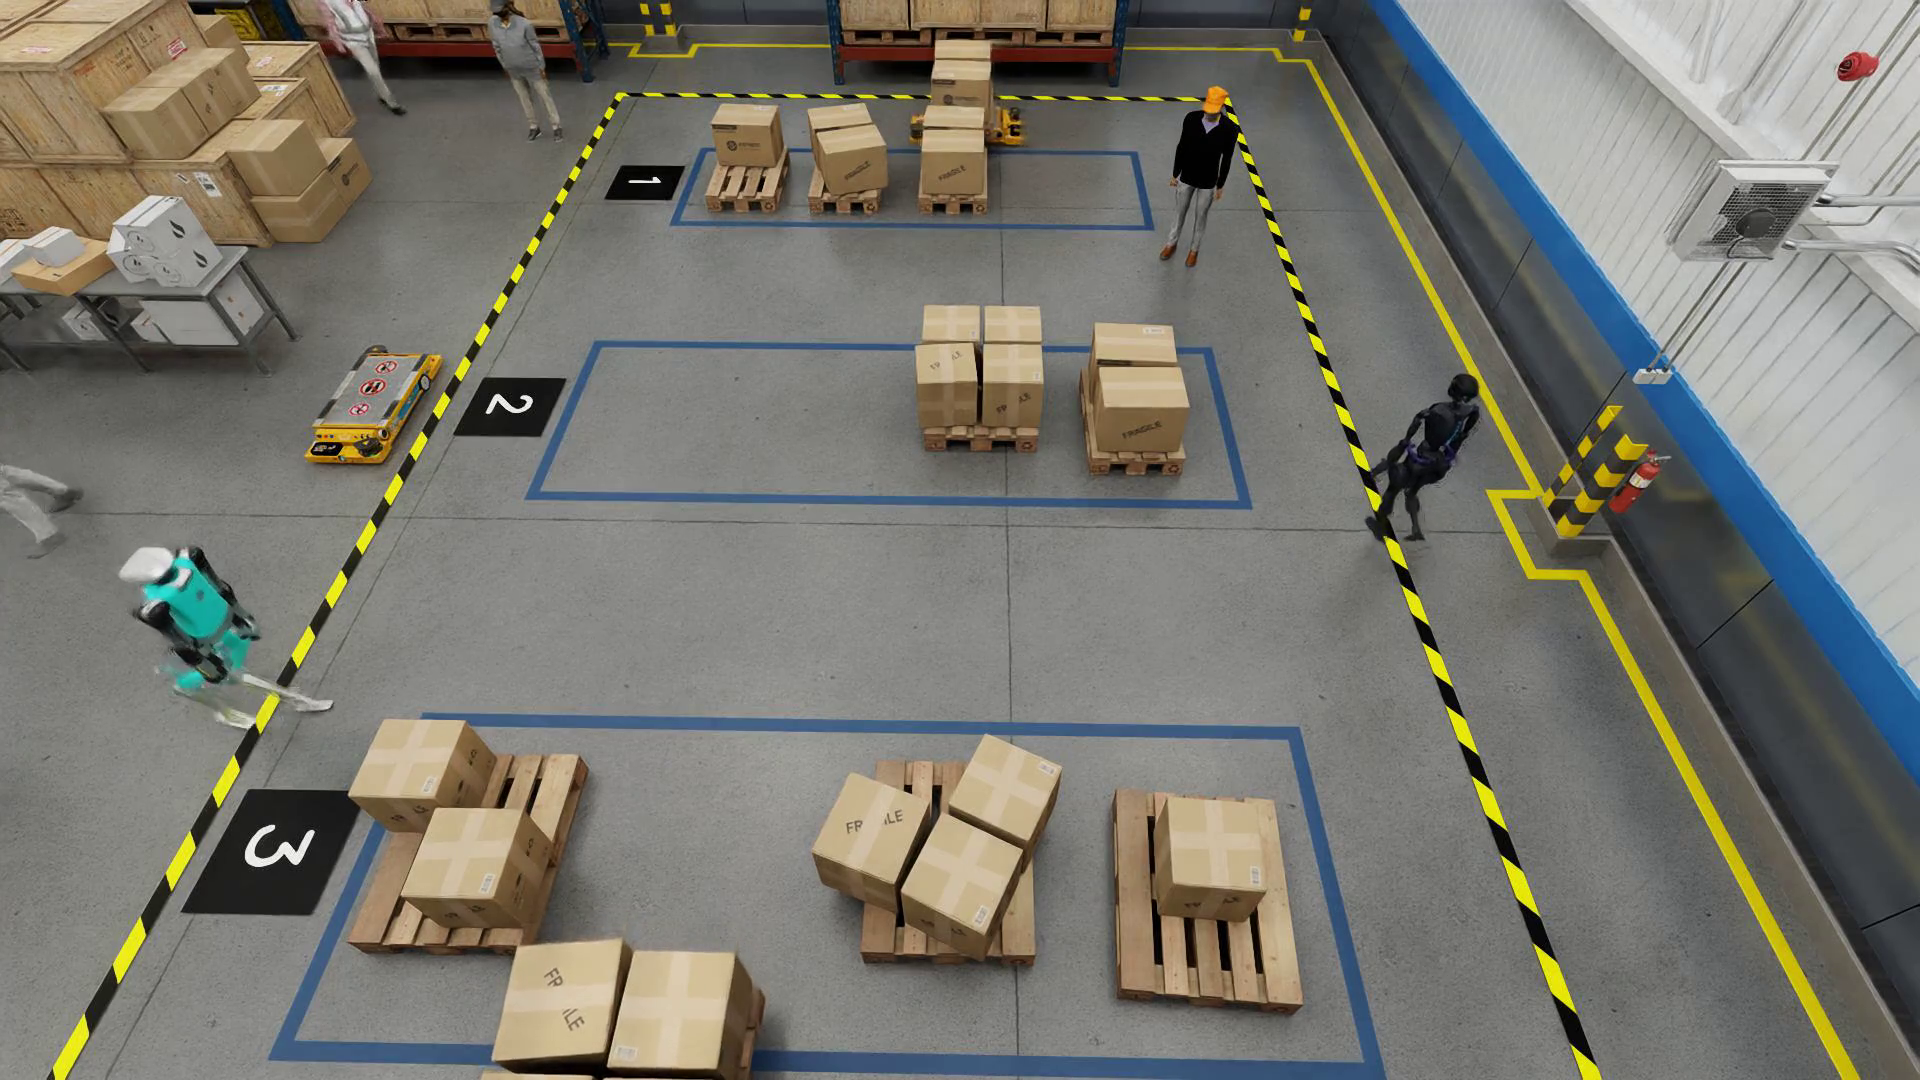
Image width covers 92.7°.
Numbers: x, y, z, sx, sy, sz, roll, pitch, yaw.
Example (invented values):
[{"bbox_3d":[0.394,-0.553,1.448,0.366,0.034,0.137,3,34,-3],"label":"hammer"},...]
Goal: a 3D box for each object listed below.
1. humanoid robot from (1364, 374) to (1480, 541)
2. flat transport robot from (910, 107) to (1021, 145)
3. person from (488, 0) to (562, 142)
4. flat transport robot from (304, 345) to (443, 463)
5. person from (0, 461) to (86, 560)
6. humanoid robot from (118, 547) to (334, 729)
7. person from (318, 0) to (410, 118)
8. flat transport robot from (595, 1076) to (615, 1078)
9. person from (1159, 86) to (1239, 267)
[{"bbox_3d":[3.482,-0.551,6.914,0.592,1.648,0.448,-8,50,-7],"label":"humanoid robot"},{"bbox_3d":[0.075,-5.398,11.916,1.431,0.197,0.652,1,50,1],"label":"flat transport robot"},{"bbox_3d":[-5.378,-5.829,11.320,0.564,1.760,0.407,2,50,2],"label":"person"},{"bbox_3d":[-5.383,-1.269,8.441,0.659,0.231,1.431,1,50,1],"label":"flat transport robot"},{"bbox_3d":[-7.429,-0.682,6.869,0.480,1.923,0.773,-34,57,-25],"label":"person"},{"bbox_3d":[-4.903,0.692,5.839,0.975,1.763,0.530,-2,50,-2],"label":"humanoid robot"},{"bbox_3d":[-7.637,-6.426,11.801,0.818,1.789,0.617,17,52,14],"label":"person"},{"bbox_3d":[-1.682,2.962,4.842,0.652,0.197,1.431,1,50,1],"label":"flat transport robot"},{"bbox_3d":[2.466,-3.739,9.475,0.584,1.882,0.378,23,53,18],"label":"person"}]
